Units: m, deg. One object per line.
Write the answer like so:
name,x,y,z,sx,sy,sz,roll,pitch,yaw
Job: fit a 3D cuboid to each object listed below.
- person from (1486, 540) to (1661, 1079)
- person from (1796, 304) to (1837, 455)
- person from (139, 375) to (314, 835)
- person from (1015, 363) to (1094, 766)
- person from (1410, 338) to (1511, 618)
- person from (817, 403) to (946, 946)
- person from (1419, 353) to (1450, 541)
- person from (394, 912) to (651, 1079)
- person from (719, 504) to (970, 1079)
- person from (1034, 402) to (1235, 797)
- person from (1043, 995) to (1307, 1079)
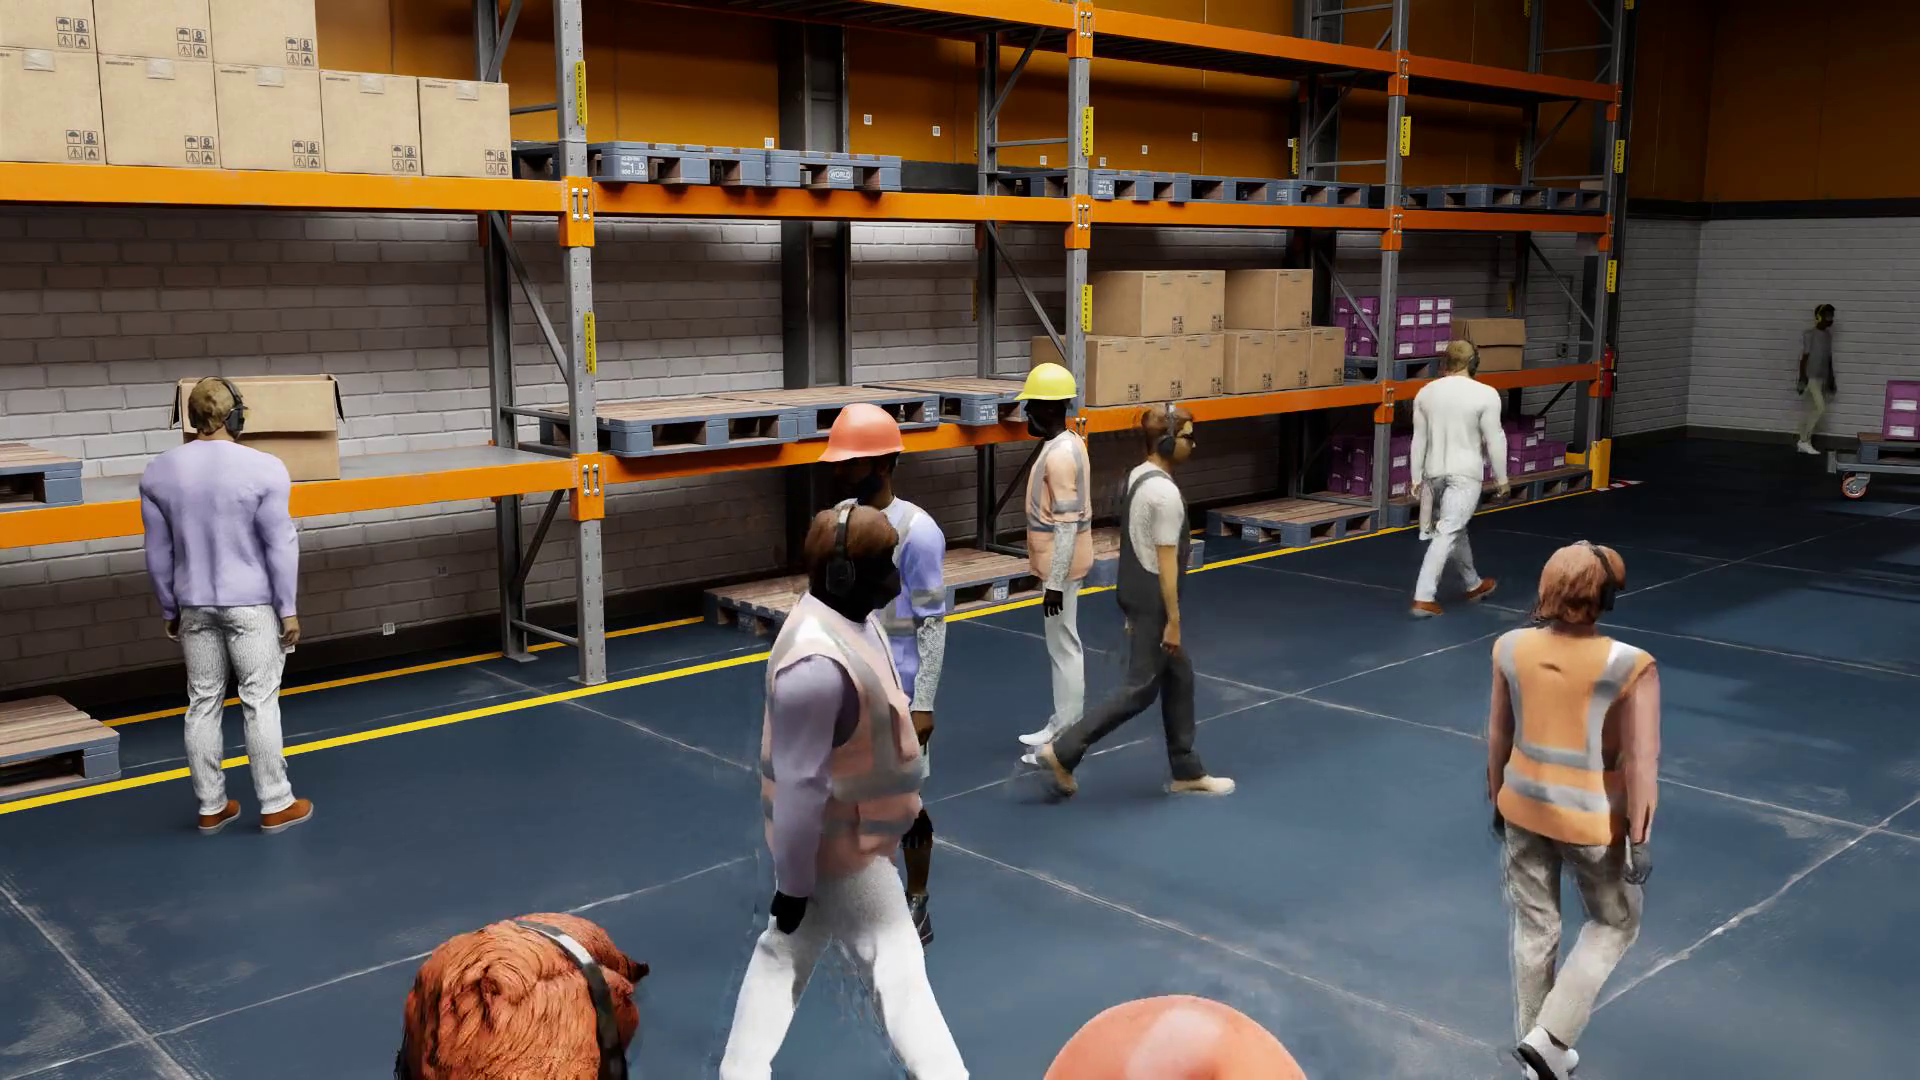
person,1.740,0.811,4.780,0.388,1.623,0.536,-9,13,-42
person,10.542,-1.959,20.388,0.515,1.852,0.496,-8,12,-38
person,-3.074,0.283,6.982,0.629,1.940,0.377,1,10,4
person,0.449,0.119,7.969,0.381,1.928,0.587,1,10,4
person,3.392,-0.430,11.348,1.071,1.885,0.635,-7,12,-35
person,-0.306,0.492,5.761,0.551,1.935,0.375,10,14,44
person,4.114,-0.772,14.064,0.322,1.628,0.508,-8,13,-39
person,-0.431,1.261,1.549,0.596,1.850,0.938,-1,10,-7
person,-0.251,0.790,4.448,0.971,1.790,0.628,0,10,0
person,0.783,0.293,7.344,0.871,1.813,0.512,-1,10,-7
person,0.118,1.278,1.332,0.538,1.884,0.927,7,12,36
